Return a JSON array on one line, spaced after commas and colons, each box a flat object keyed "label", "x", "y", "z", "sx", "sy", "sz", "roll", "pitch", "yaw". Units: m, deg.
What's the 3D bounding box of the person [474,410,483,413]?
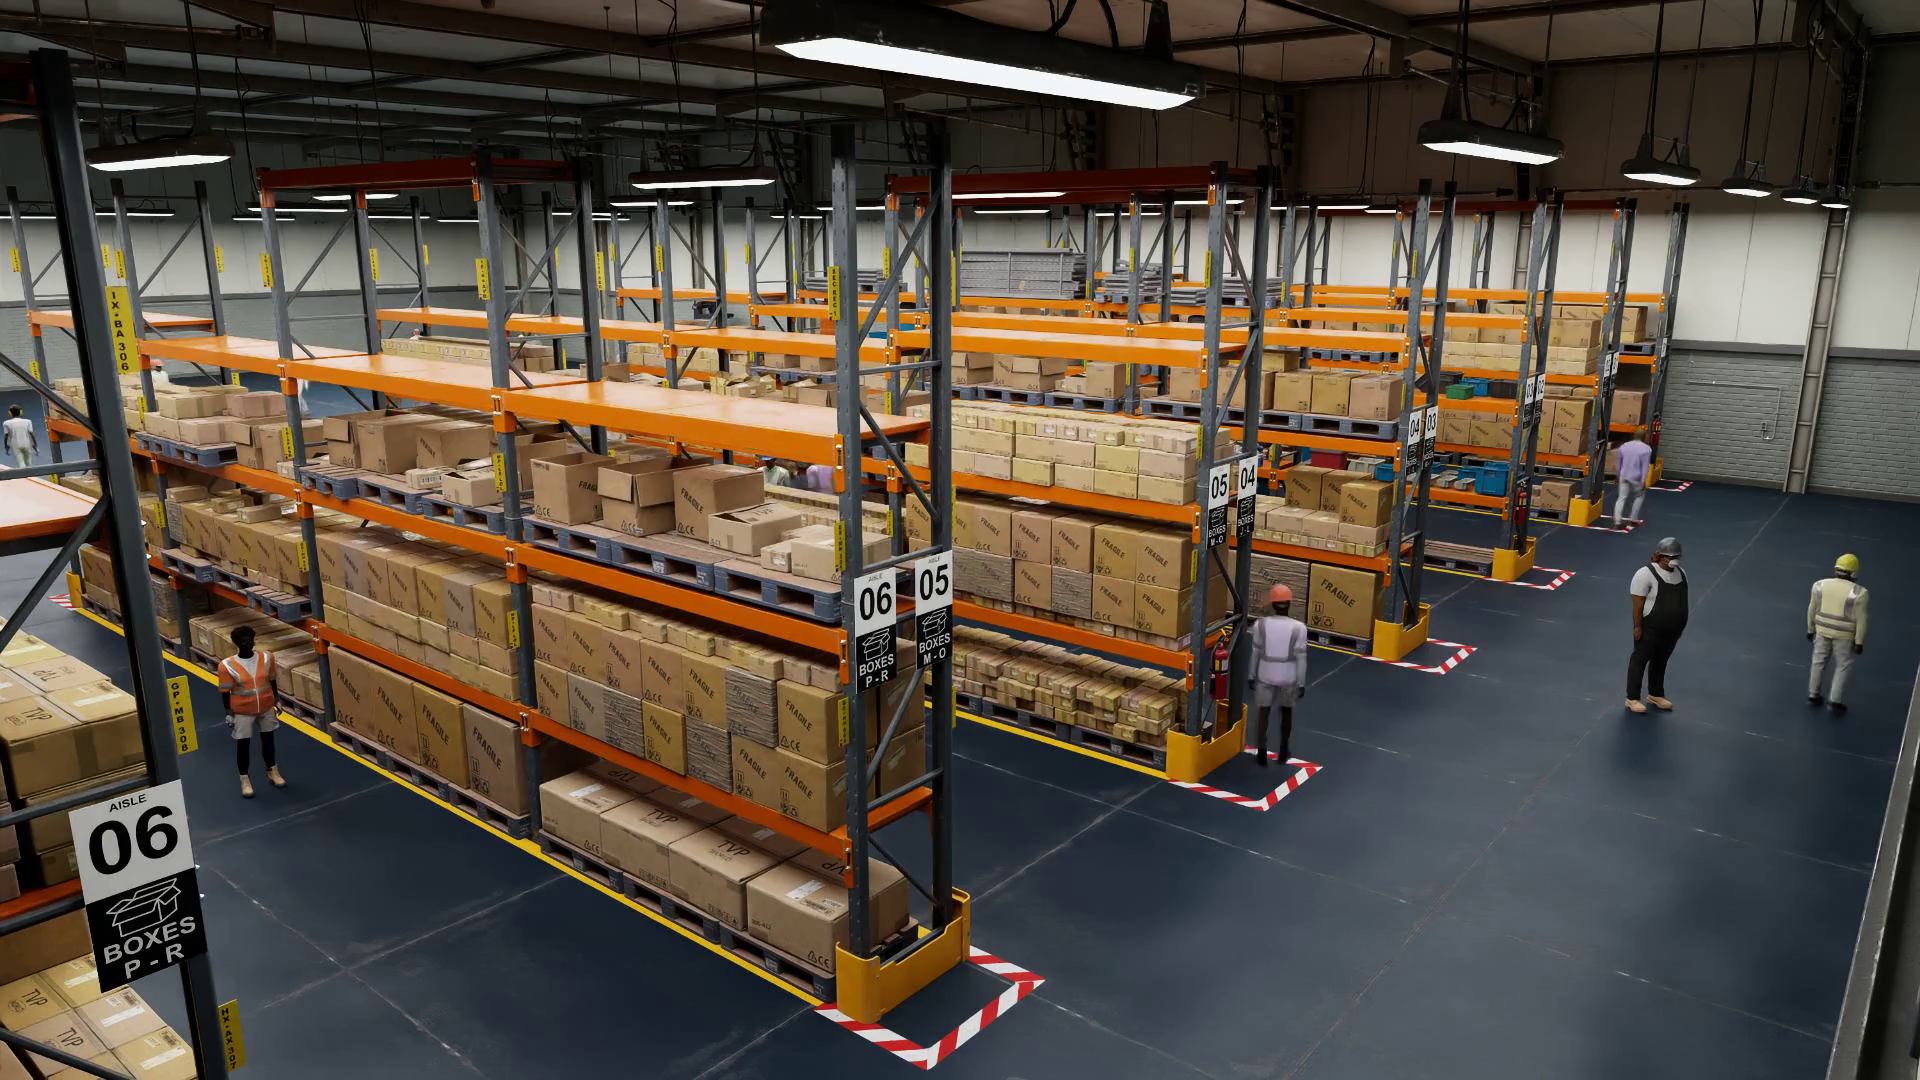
[{"label": "person", "x": -15.063, "y": -4.641, "z": 38.406, "sx": 0.869, "sy": 1.590, "sz": 0.523, "roll": 0, "pitch": 14, "yaw": 0}]

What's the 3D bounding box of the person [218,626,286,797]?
[{"label": "person", "x": -6.915, "y": 1.647, "z": 12.313, "sx": 0.316, "sy": 1.696, "sz": 0.541, "roll": 11, "pitch": 18, "yaw": 39}]

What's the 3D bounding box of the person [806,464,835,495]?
[{"label": "person", "x": -2.382, "y": -0.672, "z": 21.259, "sx": 0.607, "sy": 1.974, "sz": 1.102, "roll": -13, "pitch": 18, "yaw": -42}]

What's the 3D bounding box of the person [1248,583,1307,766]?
[{"label": "person", "x": 3.230, "y": 1.412, "z": 12.852, "sx": 0.597, "sy": 1.908, "sz": 0.679, "roll": 5, "pitch": 15, "yaw": 20}]

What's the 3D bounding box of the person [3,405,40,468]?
[{"label": "person", "x": -20.154, "y": -1.988, "z": 27.023, "sx": 0.985, "sy": 1.821, "sz": 0.575, "roll": 13, "pitch": 19, "yaw": 42}]

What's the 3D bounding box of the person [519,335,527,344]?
[{"label": "person", "x": -16.086, "y": -6.673, "z": 46.403, "sx": 0.327, "sy": 1.765, "sz": 0.531, "roll": 10, "pitch": 17, "yaw": 35}]

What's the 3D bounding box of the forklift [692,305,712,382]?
[{"label": "forklift", "x": -9.511, "y": -7.392, "z": 47.124, "sx": 1.873, "sy": 2.768, "sz": 1.129, "roll": 11, "pitch": 17, "yaw": 38}]

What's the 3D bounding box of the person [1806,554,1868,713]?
[{"label": "person", "x": 10.084, "y": 1.060, "z": 14.495, "sx": 0.429, "sy": 1.821, "sz": 0.621, "roll": -8, "pitch": 16, "yaw": -29}]

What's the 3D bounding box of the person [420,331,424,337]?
[{"label": "person", "x": -20.916, "y": -7.321, "z": 49.223, "sx": 0.608, "sy": 1.673, "sz": 0.547, "roll": -6, "pitch": 15, "yaw": -25}]

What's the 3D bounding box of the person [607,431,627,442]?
[{"label": "person", "x": -6.900, "y": -1.590, "z": 25.024, "sx": 0.644, "sy": 1.986, "sz": 0.977, "roll": -8, "pitch": 16, "yaw": -31}]

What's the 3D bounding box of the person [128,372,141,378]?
[{"label": "person", "x": -26.137, "y": -5.142, "z": 39.818, "sx": 0.930, "sy": 1.896, "sz": 0.570, "roll": 11, "pitch": 17, "yaw": 38}]

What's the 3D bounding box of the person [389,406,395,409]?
[{"label": "person", "x": -13.216, "y": -2.504, "z": 29.574, "sx": 0.816, "sy": 1.597, "sz": 0.538, "roll": -3, "pitch": 14, "yaw": -11}]

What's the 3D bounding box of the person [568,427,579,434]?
[{"label": "person", "x": -8.040, "y": -1.694, "z": 25.660, "sx": 0.627, "sy": 1.886, "sz": 0.641, "roll": 4, "pitch": 14, "yaw": 14}]

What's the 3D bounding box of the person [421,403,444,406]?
[{"label": "person", "x": -16.755, "y": -5.038, "z": 39.850, "sx": 0.910, "sy": 1.707, "sz": 0.499, "roll": 6, "pitch": 15, "yaw": 22}]

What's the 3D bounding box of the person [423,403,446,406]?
[{"label": "person", "x": -13.912, "y": -3.536, "z": 33.339, "sx": 0.589, "sy": 1.834, "sz": 0.436, "roll": -8, "pitch": 16, "yaw": -31}]

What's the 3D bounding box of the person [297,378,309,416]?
[{"label": "person", "x": -19.900, "y": -4.630, "z": 37.756, "sx": 0.651, "sy": 1.890, "sz": 1.033, "roll": 1, "pitch": 14, "yaw": 4}]

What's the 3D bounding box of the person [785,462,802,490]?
[{"label": "person", "x": -2.873, "y": -0.569, "z": 21.666, "sx": 0.834, "sy": 1.582, "sz": 0.518, "roll": 6, "pitch": 15, "yaw": 23}]

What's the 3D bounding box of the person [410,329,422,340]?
[{"label": "person", "x": -20.349, "y": -6.974, "z": 47.344, "sx": 0.651, "sy": 1.906, "sz": 0.409, "roll": -11, "pitch": 17, "yaw": -38}]

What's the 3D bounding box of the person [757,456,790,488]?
[{"label": "person", "x": -3.122, "y": -0.580, "z": 20.953, "sx": 0.610, "sy": 1.946, "sz": 0.405, "roll": 3, "pitch": 14, "yaw": 10}]

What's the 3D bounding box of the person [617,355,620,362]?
[{"label": "person", "x": -11.271, "y": -5.688, "z": 42.356, "sx": 0.329, "sy": 1.764, "sz": 0.524, "roll": 12, "pitch": 18, "yaw": 40}]

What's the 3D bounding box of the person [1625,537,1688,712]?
[{"label": "person", "x": 8.034, "y": 0.983, "z": 14.420, "sx": 0.679, "sy": 2.000, "sz": 0.537, "roll": -4, "pitch": 14, "yaw": -17}]

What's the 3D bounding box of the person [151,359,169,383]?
[{"label": "person", "x": -22.637, "y": -4.140, "z": 35.578, "sx": 0.953, "sy": 1.964, "sz": 0.617, "roll": 3, "pitch": 14, "yaw": 12}]

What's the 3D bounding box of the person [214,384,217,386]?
[{"label": "person", "x": -17.527, "y": -2.774, "z": 30.048, "sx": 0.555, "sy": 1.914, "sz": 0.428, "roll": 1, "pitch": 14, "yaw": 4}]

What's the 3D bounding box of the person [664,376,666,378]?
[{"label": "person", "x": -8.860, "y": -4.551, "z": 37.377, "sx": 0.643, "sy": 1.910, "sz": 0.399, "roll": -3, "pitch": 14, "yaw": -10}]

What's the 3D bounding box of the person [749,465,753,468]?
[{"label": "person", "x": -4.792, "y": -2.560, "z": 29.621, "sx": 0.535, "sy": 1.697, "sz": 0.322, "roll": -6, "pitch": 15, "yaw": -22}]

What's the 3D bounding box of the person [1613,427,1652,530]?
[{"label": "person", "x": 12.483, "y": -1.138, "z": 23.362, "sx": 0.771, "sy": 1.893, "sz": 0.638, "roll": -9, "pitch": 16, "yaw": -32}]

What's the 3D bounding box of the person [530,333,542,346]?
[{"label": "person", "x": -17.112, "y": -7.662, "z": 50.847, "sx": 0.872, "sy": 1.584, "sz": 0.515, "roll": 7, "pitch": 16, "yaw": 28}]

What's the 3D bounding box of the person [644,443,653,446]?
[{"label": "person", "x": -5.302, "y": -0.764, "z": 21.891, "sx": 0.823, "sy": 1.855, "sz": 0.586, "roll": 9, "pitch": 16, "yaw": 32}]

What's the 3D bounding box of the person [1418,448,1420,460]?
[{"label": "person", "x": 10.029, "y": -2.224, "z": 27.784, "sx": 0.607, "sy": 1.911, "sz": 1.017, "roll": -12, "pitch": 18, "yaw": -40}]
